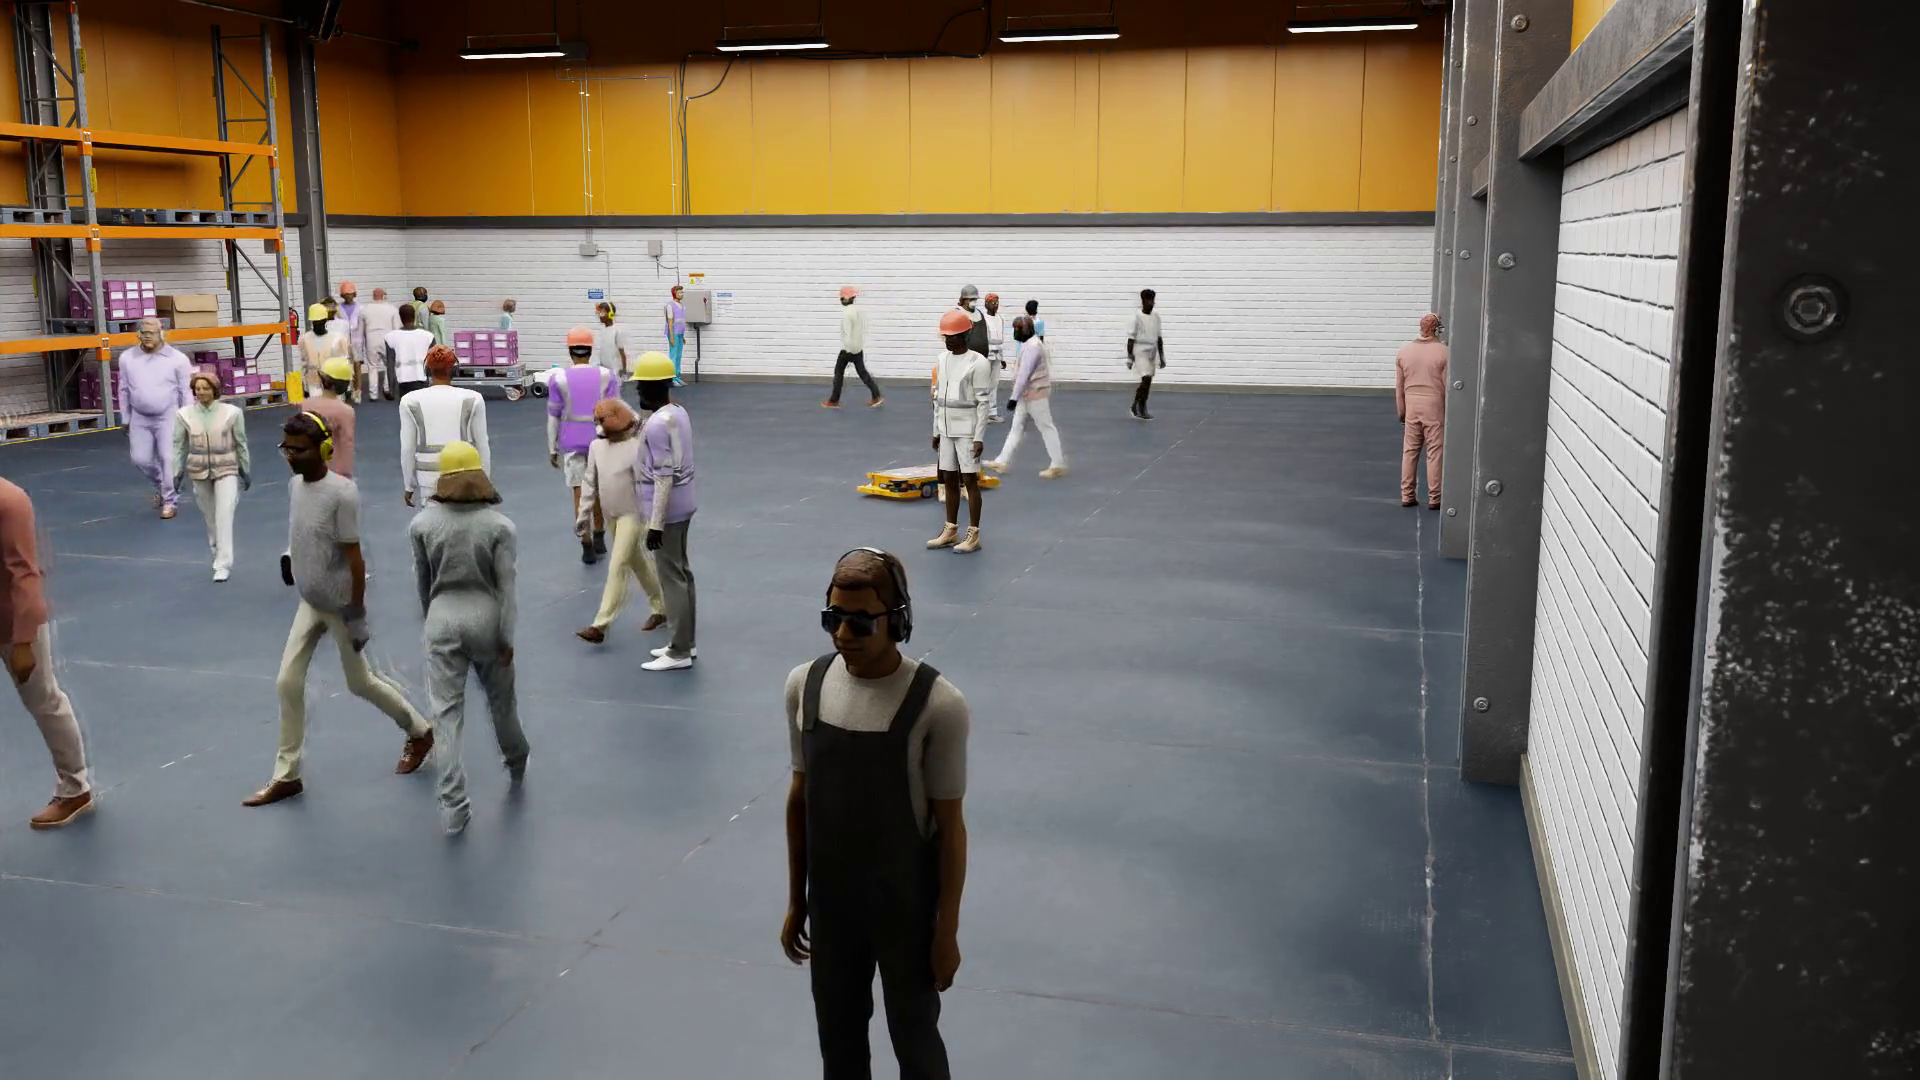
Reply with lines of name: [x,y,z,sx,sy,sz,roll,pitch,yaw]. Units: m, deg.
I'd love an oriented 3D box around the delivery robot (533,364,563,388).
delivery robot: [-6.853,-2.741,28.209,0.707,0.478,0.477,0,10,2]

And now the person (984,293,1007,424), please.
person: [0.438,-2.624,24.051,0.581,1.882,0.339,-9,14,-42]

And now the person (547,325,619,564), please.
person: [-3.068,-0.788,13.562,0.580,1.912,0.750,-3,11,-18]

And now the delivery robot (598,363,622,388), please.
delivery robot: [-6.125,-2.775,28.405,0.707,0.478,0.477,4,11,24]

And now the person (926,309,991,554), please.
person: [-0.024,-0.903,13.884,0.385,2.035,0.605,-10,14,-43]

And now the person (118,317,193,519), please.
person: [-7.566,-1.154,15.686,0.665,1.893,0.489,-1,10,-8]

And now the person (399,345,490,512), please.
person: [-3.524,-0.396,11.434,0.582,1.882,0.338,-3,10,-14]

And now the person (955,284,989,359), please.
person: [0.150,-2.536,23.108,0.688,2.000,0.536,-9,13,-41]

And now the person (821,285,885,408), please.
person: [-1.668,-3.041,26.248,1.012,1.953,0.612,5,11,24]

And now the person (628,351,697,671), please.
person: [-1.790,-0.171,10.040,0.388,1.926,0.590,1,10,3]

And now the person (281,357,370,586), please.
person: [-4.744,-0.493,12.395,0.530,1.735,0.691,4,11,20]

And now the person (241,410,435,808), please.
person: [-2.903,0.286,7.784,0.545,1.825,0.925,7,12,35]

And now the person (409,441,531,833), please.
person: [-2.210,0.397,7.523,0.483,1.684,0.898,-1,10,-7]

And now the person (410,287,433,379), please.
person: [-9.462,-3.537,29.333,0.429,1.846,0.630,-9,14,-42]

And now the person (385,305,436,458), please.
person: [-6.628,-1.923,20.200,0.620,1.855,1.062,-3,10,-16]

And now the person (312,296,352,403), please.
person: [-8.808,-2.482,23.317,0.503,1.862,0.511,-6,12,-32]

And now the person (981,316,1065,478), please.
person: [0.720,-1.573,18.368,0.972,1.778,0.647,0,10,0]

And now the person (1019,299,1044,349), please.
person: [1.184,-3.106,27.325,0.553,1.684,0.360,8,13,40]

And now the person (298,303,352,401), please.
person: [-7.544,-1.886,19.878,0.595,1.895,0.831,-1,10,-3]

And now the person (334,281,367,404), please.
person: [-10.004,-3.261,27.335,0.611,2.008,0.994,-3,10,-16]

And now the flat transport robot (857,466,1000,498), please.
flat transport robot: [-0.320,-0.627,17.308,1.431,0.197,0.652,-9,14,-43]

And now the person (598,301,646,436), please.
person: [-4.566,-2.246,22.065,0.875,1.843,0.526,-9,14,-42]

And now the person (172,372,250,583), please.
person: [-5.811,-0.512,12.923,0.540,1.593,0.872,-2,10,-12]

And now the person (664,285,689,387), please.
person: [-5.180,-3.716,30.337,0.397,1.847,0.564,3,10,14]

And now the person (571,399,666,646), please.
person: [-2.210,-0.128,10.789,0.502,1.570,0.917,7,12,36]

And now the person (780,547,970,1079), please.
person: [-0.214,0.916,4.156,0.501,1.839,0.341,5,11,28]

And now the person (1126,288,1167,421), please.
person: [2.722,-2.698,24.318,0.611,1.947,0.434,-9,14,-43]

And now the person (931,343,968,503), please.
person: [-0.033,-1.216,16.607,0.542,1.695,0.316,-5,11,-25]

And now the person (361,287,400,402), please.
person: [-9.593,-3.206,27.396,0.765,1.877,0.469,-2,10,-11]

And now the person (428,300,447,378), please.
person: [-9.043,-3.340,28.842,0.494,1.624,0.279,10,14,43]

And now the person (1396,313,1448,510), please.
person: [4.559,-1.248,16.195,0.407,1.909,0.639,-10,14,-44]

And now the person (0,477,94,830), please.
person: [-4.116,0.370,6.946,0.647,1.925,1.067,3,10,15]

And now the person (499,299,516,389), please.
person: [-7.977,-3.444,29.416,0.363,1.620,0.535,-1,10,-5]
